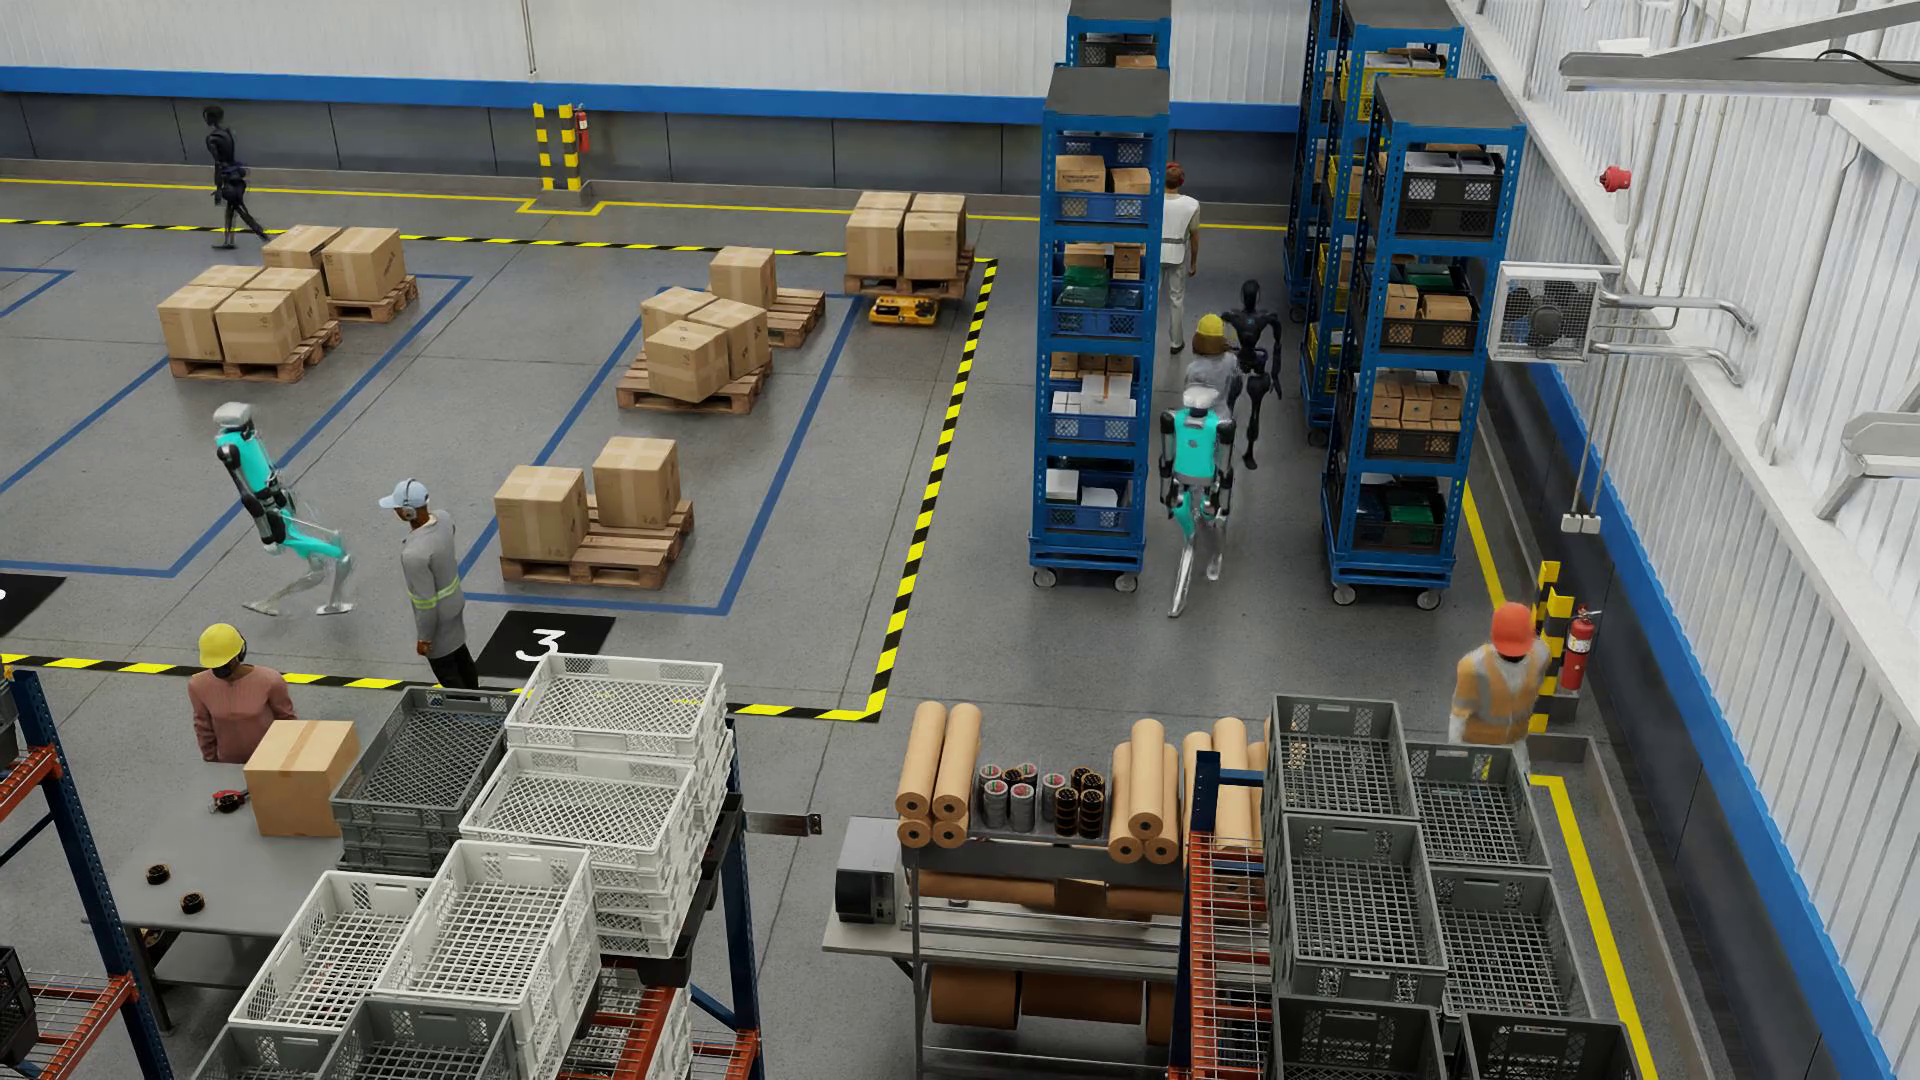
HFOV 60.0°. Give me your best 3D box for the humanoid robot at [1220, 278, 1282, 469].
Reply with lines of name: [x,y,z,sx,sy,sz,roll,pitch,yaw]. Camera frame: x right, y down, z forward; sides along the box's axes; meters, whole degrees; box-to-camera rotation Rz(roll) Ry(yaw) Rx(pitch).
humanoid robot: [2.349,-1.347,13.586,0.589,1.654,0.328,3,30,5]

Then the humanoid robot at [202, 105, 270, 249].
humanoid robot: [-7.886,-3.896,18.006,0.535,1.664,0.595,-3,30,-4]

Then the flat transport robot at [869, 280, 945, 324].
flat transport robot: [-0.504,-2.592,17.097,0.652,0.197,1.431,3,30,6]

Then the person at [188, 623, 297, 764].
person: [-3.872,1.204,9.115,0.531,1.766,0.326,-4,30,-6]

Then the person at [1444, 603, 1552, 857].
person: [2.930,1.111,9.160,0.548,1.880,0.819,-3,30,-5]

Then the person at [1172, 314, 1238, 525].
person: [1.869,-0.929,12.834,0.479,1.715,0.516,-13,33,-22]

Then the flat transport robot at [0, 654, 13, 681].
flat transport robot: [-7.142,0.969,11.010,1.431,0.231,0.659,3,30,6]

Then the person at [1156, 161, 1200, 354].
person: [1.945,-2.625,15.612,0.569,1.846,0.383,5,31,8]

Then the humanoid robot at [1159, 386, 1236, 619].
humanoid robot: [1.750,-0.381,11.916,0.535,1.780,1.005,12,32,20]

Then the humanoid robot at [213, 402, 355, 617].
humanoid robot: [-4.587,-0.154,11.455,0.977,1.718,0.543,-4,30,-7]

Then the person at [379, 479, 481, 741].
person: [-3.280,0.444,10.336,0.394,1.850,0.598,1,30,3]
